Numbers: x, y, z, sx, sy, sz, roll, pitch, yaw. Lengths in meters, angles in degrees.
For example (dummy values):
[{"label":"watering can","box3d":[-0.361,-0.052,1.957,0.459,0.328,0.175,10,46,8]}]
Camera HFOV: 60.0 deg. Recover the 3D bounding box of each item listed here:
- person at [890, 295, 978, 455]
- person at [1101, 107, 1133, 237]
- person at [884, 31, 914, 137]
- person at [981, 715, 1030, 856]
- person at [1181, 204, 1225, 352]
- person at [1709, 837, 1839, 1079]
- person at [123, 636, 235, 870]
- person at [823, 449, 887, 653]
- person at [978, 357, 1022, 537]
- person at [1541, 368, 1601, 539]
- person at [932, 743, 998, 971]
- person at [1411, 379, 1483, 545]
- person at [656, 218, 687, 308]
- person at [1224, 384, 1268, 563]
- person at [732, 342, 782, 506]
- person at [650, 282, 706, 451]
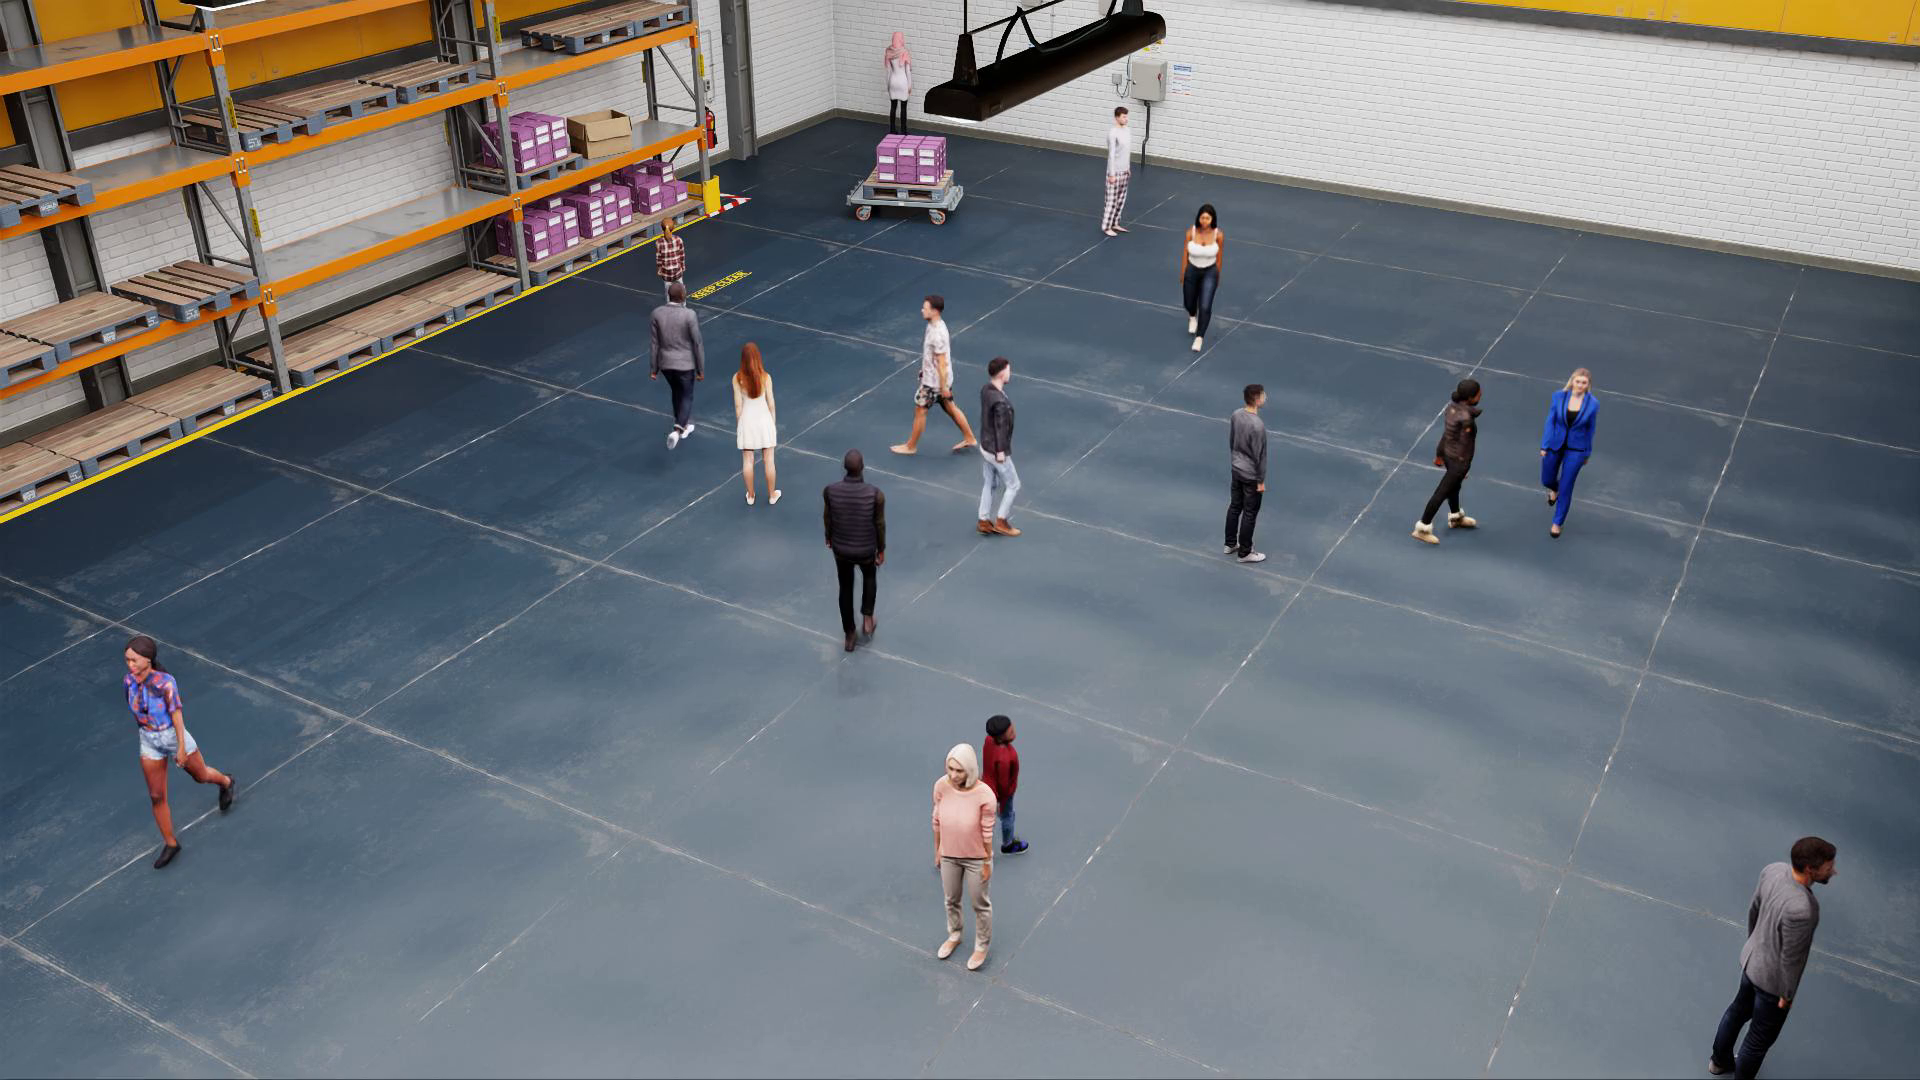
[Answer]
[{"label":"person","box3d":[-0.152,-1.708,17.461,1.058,1.779,1.191,2,29,3]},{"label":"person","box3d":[2.282,-5.356,24.077,0.725,1.847,0.546,22,36,35]},{"label":"person","box3d":[-1.058,-7.863,28.719,0.664,1.803,0.634,10,30,17]},{"label":"person","box3d":[0.210,1.751,11.686,0.871,1.237,0.758,-13,31,-22]},{"label":"person","box3d":[2.935,-3.235,20.262,0.822,1.777,1.223,8,30,14]},{"label":"person","box3d":[4.723,2.491,9.667,0.836,1.871,0.702,1,29,2]},{"label":"person","box3d":[-5.562,1.412,11.817,0.886,1.706,1.197,3,29,6]},{"label":"person","box3d":[-0.911,0.123,14.065,0.850,1.816,0.880,1,29,3]},{"label":"person","box3d":[0.259,-0.852,15.849,0.836,1.820,0.785,-9,30,-15]},{"label":"person","box3d":[5.856,-0.898,16.079,0.655,1.681,0.919,12,31,21]},{"label":"person","box3d":[0.043,2.008,10.705,0.609,1.725,0.550,11,31,20]},{"label":"person","box3d":[4.863,-0.762,15.859,1.022,1.653,1.022,-12,31,-20]},{"label":"person","box3d":[-3.677,-3.477,21.198,0.611,1.306,0.684,-11,31,-20]},{"label":"person","box3d":[2.680,-0.633,15.509,0.705,1.761,0.698,-15,32,-25]},{"label":"person","box3d":[-2.029,-1.155,16.518,0.645,1.711,0.671,1,29,1]},{"label":"person","box3d":[-3.030,-1.799,17.619,0.921,1.788,1.111,6,29,11]}]
